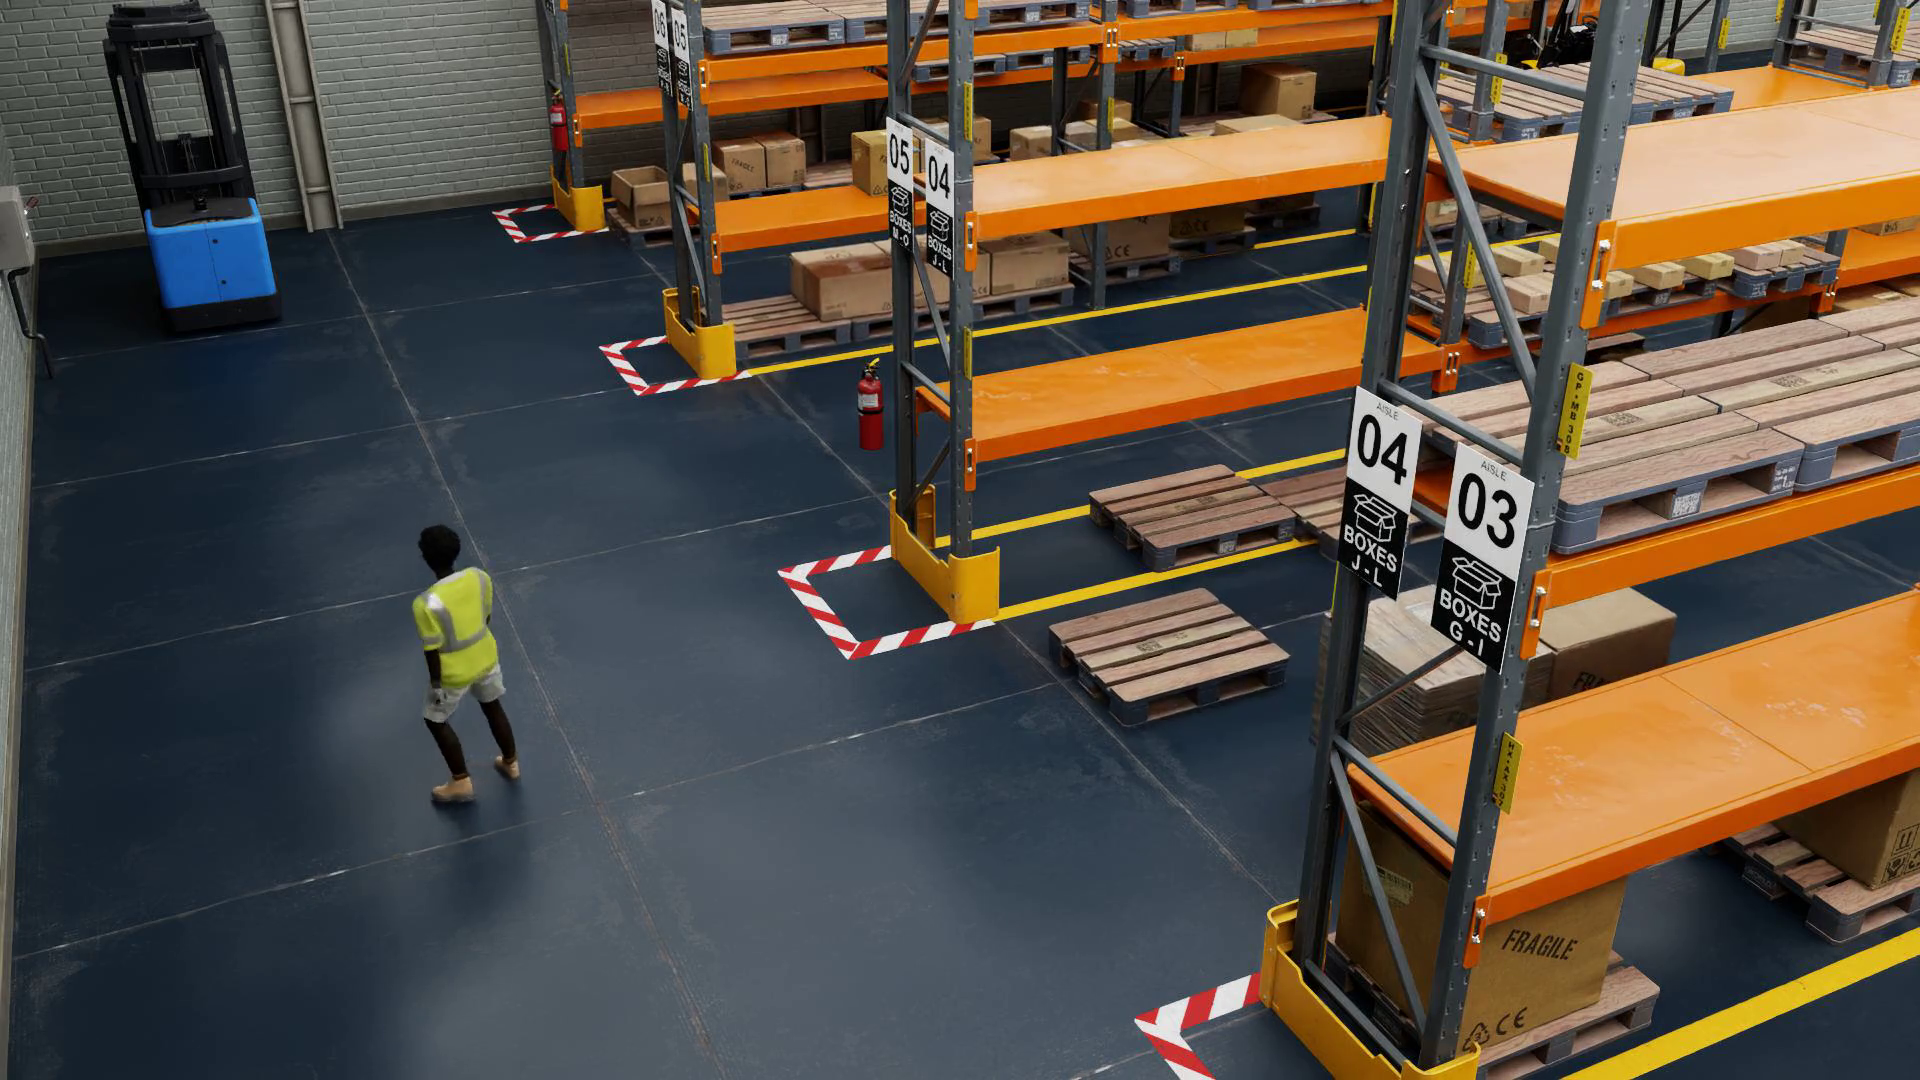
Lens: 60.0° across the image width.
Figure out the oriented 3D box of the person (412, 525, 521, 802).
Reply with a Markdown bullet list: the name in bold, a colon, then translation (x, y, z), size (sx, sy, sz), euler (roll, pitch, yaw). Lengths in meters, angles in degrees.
- **person**: translation (-2.766, 0.693, 9.246), size (0.345, 1.664, 0.553), euler (16, 32, 28)

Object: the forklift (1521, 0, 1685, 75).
- **forklift**: translation (8.950, -6.807, 23.056), size (1.214, 2.155, 2.313), euler (-12, 30, -22)

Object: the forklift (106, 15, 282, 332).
- **forklift**: translation (-7.548, -3.672, 16.323), size (1.129, 2.768, 1.873), euler (-12, 30, -22)
